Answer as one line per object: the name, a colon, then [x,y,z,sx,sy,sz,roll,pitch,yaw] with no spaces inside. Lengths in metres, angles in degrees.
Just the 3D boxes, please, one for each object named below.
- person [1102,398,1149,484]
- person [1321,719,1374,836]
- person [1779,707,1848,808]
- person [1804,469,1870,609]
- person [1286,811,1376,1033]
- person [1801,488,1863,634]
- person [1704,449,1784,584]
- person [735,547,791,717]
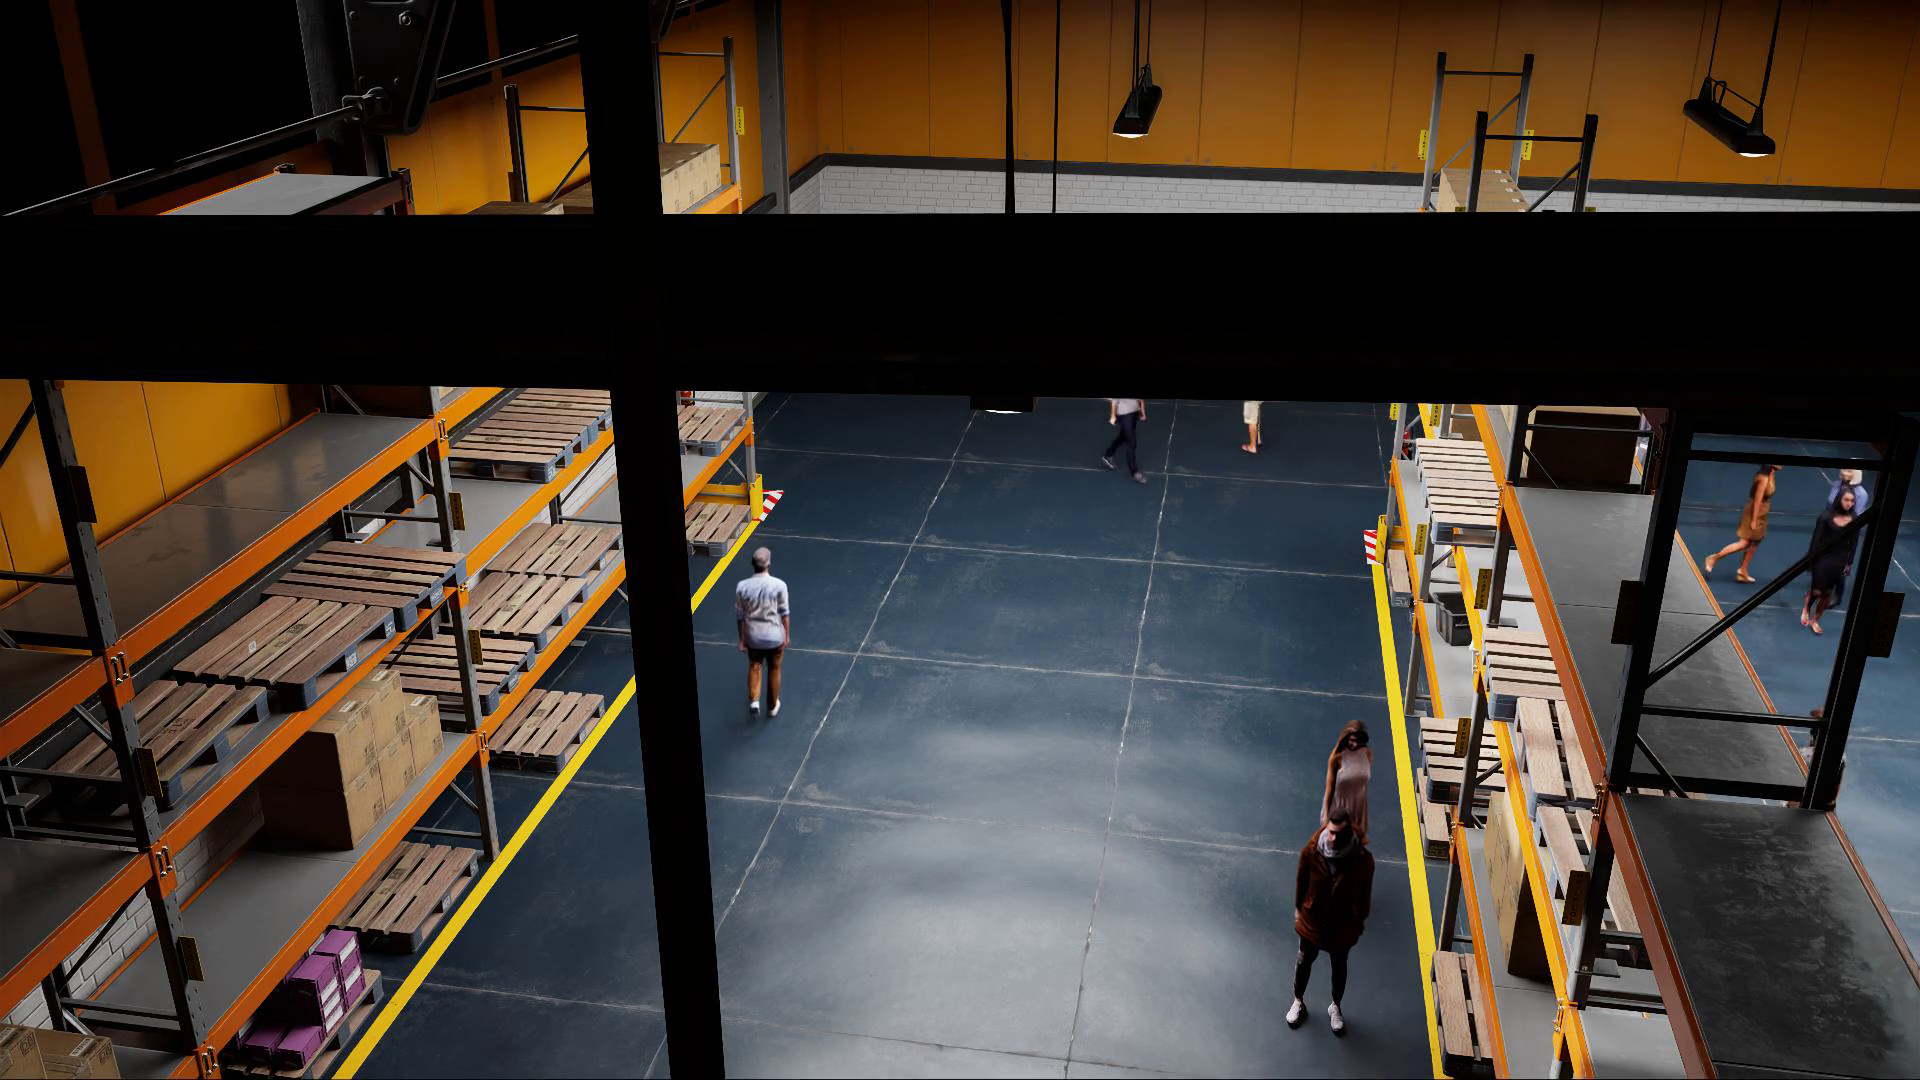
person: [2.217,-1.736,22.657,1.196,1.802,1.180,-20,30,-38]
person: [3.152,2.228,13.631,0.651,1.768,0.681,-4,24,-10]
person: [6.868,2.277,13.414,0.654,1.852,1.171,4,24,9]
person: [10.059,-0.119,19.032,0.805,1.742,0.674,-8,25,-17]
person: [2.724,2.786,12.268,0.717,1.837,0.701,6,24,13]
person: [9.554,0.207,18.335,0.627,1.704,0.622,4,24,8]
person: [9.241,-0.265,19.465,0.876,1.663,0.891,20,31,38]
person: [-1.941,0.965,16.465,0.720,1.813,0.788,2,24,3]
